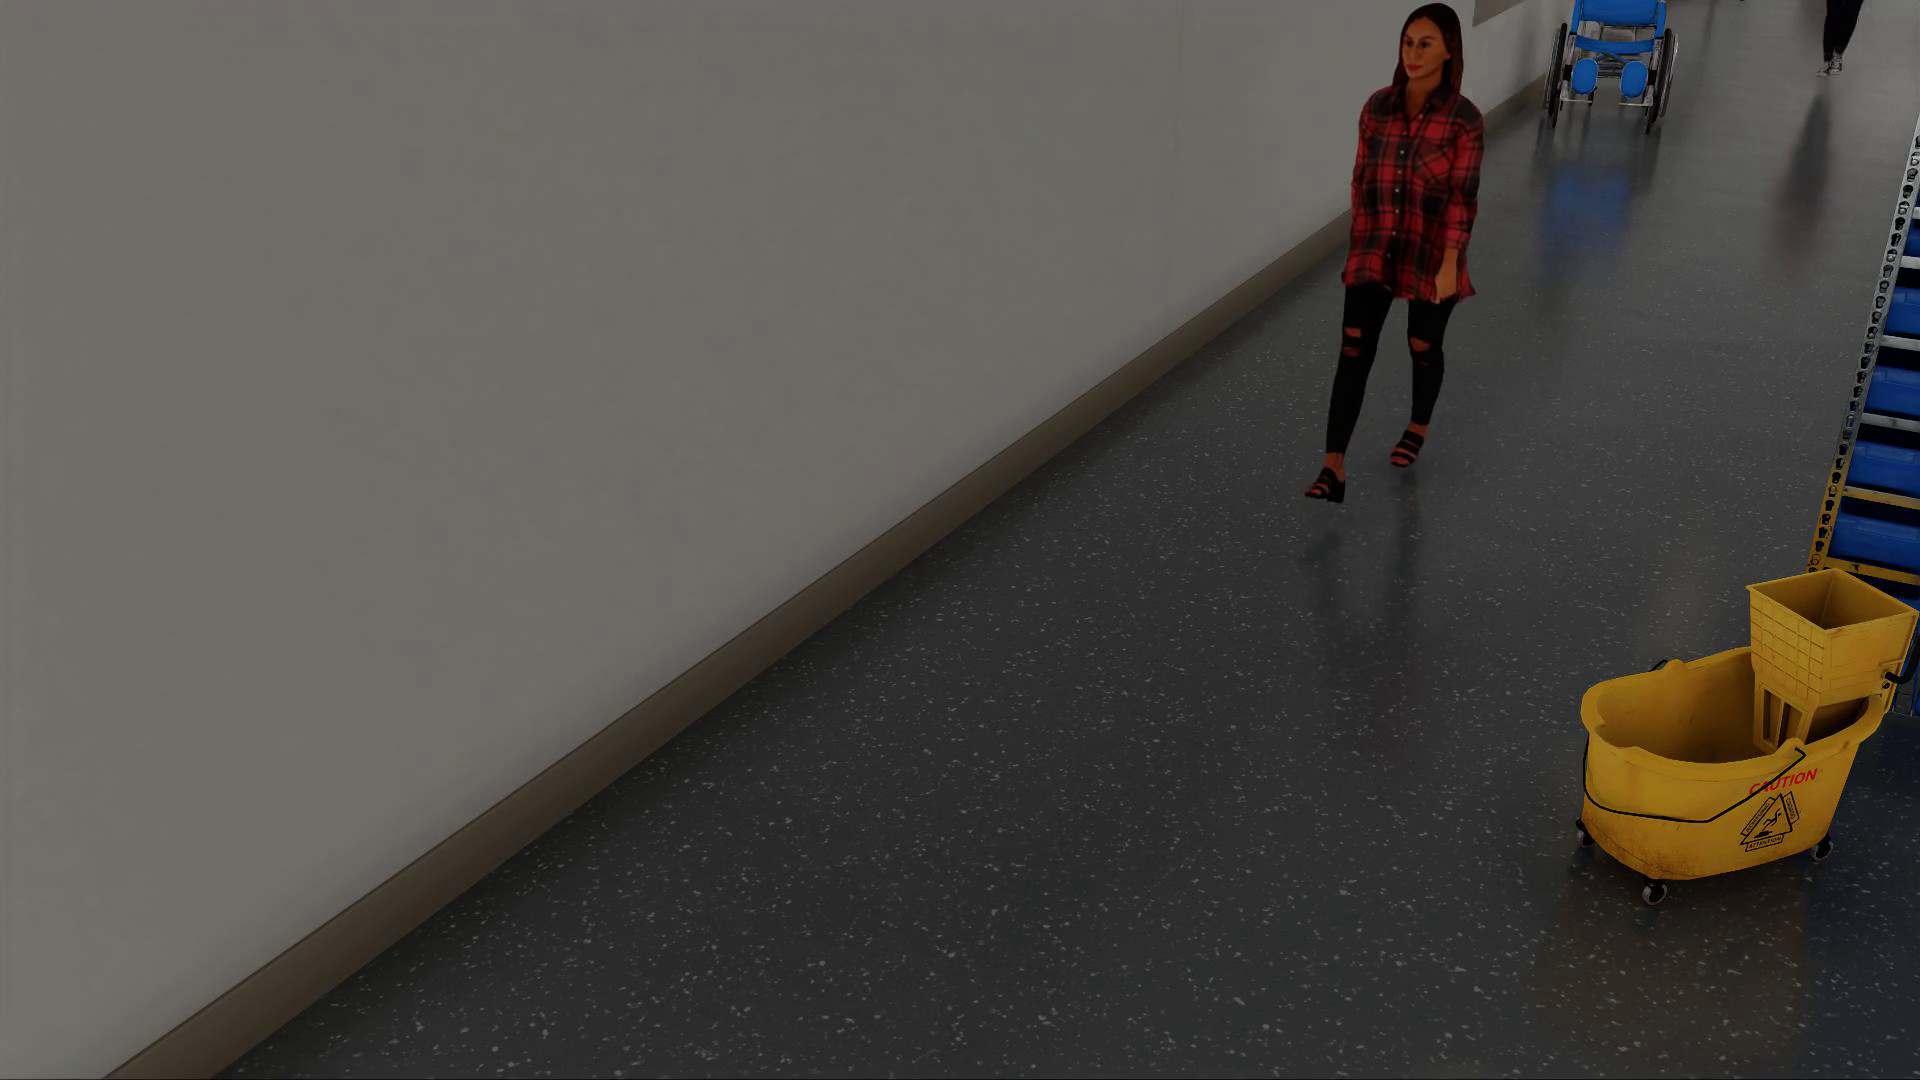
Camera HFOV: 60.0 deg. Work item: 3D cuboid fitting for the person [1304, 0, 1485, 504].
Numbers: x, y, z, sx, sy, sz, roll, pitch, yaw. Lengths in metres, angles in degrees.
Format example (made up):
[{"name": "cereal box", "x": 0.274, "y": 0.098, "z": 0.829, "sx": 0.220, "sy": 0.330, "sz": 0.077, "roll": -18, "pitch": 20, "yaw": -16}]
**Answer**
[{"name": "person", "x": 1.580, "y": -0.956, "z": 5.744, "sx": 1.037, "sy": 1.650, "sz": 0.772, "roll": 18, "pitch": 31, "yaw": 33}]
